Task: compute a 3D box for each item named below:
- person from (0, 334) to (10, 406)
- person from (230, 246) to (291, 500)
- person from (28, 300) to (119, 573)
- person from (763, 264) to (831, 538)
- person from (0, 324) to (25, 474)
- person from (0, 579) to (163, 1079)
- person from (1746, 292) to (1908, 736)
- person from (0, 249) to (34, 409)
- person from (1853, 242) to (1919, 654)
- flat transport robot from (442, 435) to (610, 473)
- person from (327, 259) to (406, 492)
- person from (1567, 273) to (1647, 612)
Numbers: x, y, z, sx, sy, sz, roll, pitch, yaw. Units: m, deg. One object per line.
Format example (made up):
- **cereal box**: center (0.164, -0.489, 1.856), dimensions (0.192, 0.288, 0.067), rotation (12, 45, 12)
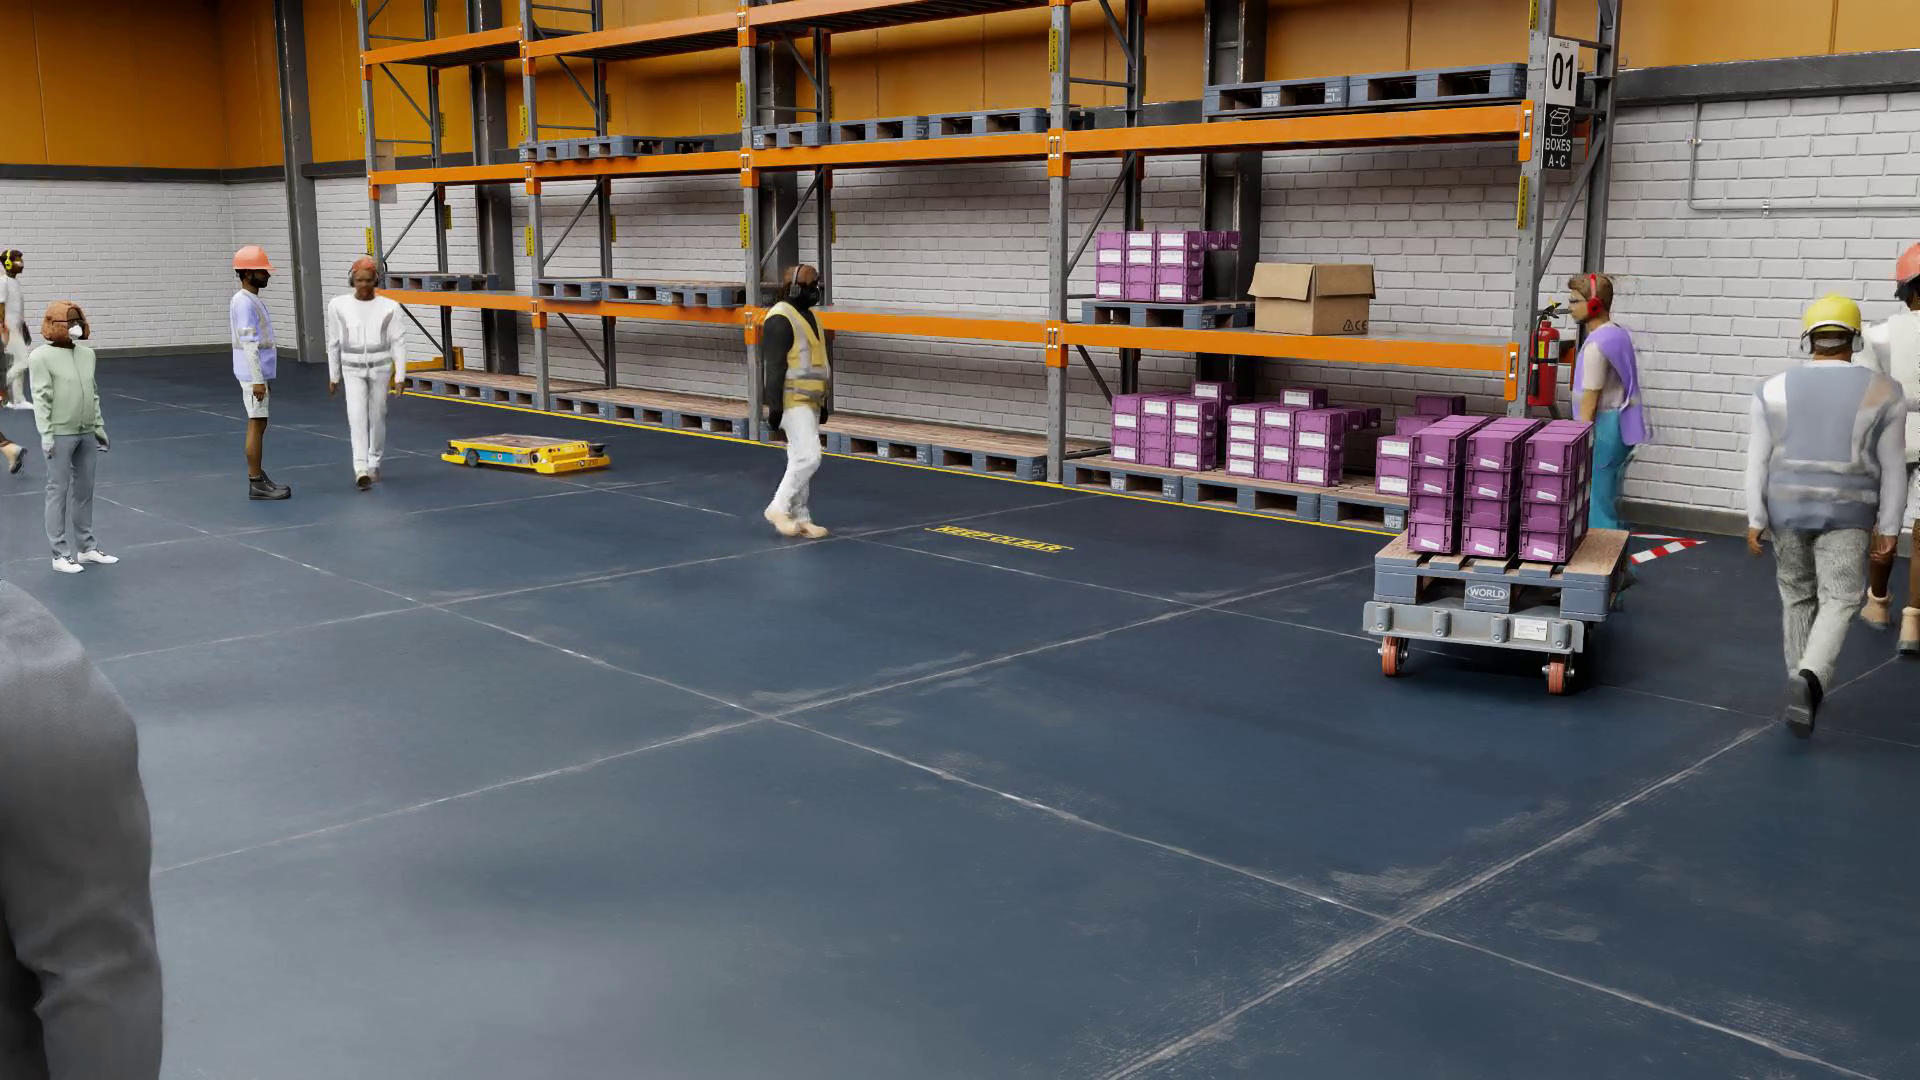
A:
- **person**: center (-7.297, -1.139, 12.227), dimensions (0.828, 1.875, 0.633), rotation (5, 12, 26)
- **person**: center (-5.386, -1.276, 12.782), dimensions (0.355, 1.938, 0.545), rotation (-4, 11, -20)
- **person**: center (-5.382, -0.630, 10.085), dimensions (0.279, 1.634, 0.497), rotation (3, 11, 14)
- **person**: center (-1.062, -0.908, 11.066), dimensions (0.444, 1.828, 0.655), rotation (3, 11, 16)
- **person**: center (-8.179, -1.354, 13.919), dimensions (0.724, 1.673, 0.535), rotation (2, 11, 13)
- **person**: center (-1.176, 0.716, 1.915), dimensions (0.632, 1.938, 0.359), rotation (5, 11, 25)
- **person**: center (3.515, -0.108, 6.803), dimensions (0.591, 1.801, 0.805), rotation (8, 13, 35)
- **person**: center (-10.964, -2.426, 19.277), dimensions (0.432, 1.858, 0.509), rotation (-3, 11, -15)
- **person**: center (4.710, -0.462, 8.208), dimensions (0.605, 1.992, 1.009), rotation (7, 12, 32)
- **flat transport robot**: center (-3.814, -0.770, 14.573), dimensions (1.431, 0.197, 0.652), rotation (7, 12, 33)
- **person**: center (-4.745, -1.321, 13.319), dimensions (0.593, 1.823, 1.026), rotation (-4, 11, -20)
- **person**: center (3.425, -0.505, 8.889), dimensions (0.444, 1.820, 0.570), rotation (5, 11, 24)
